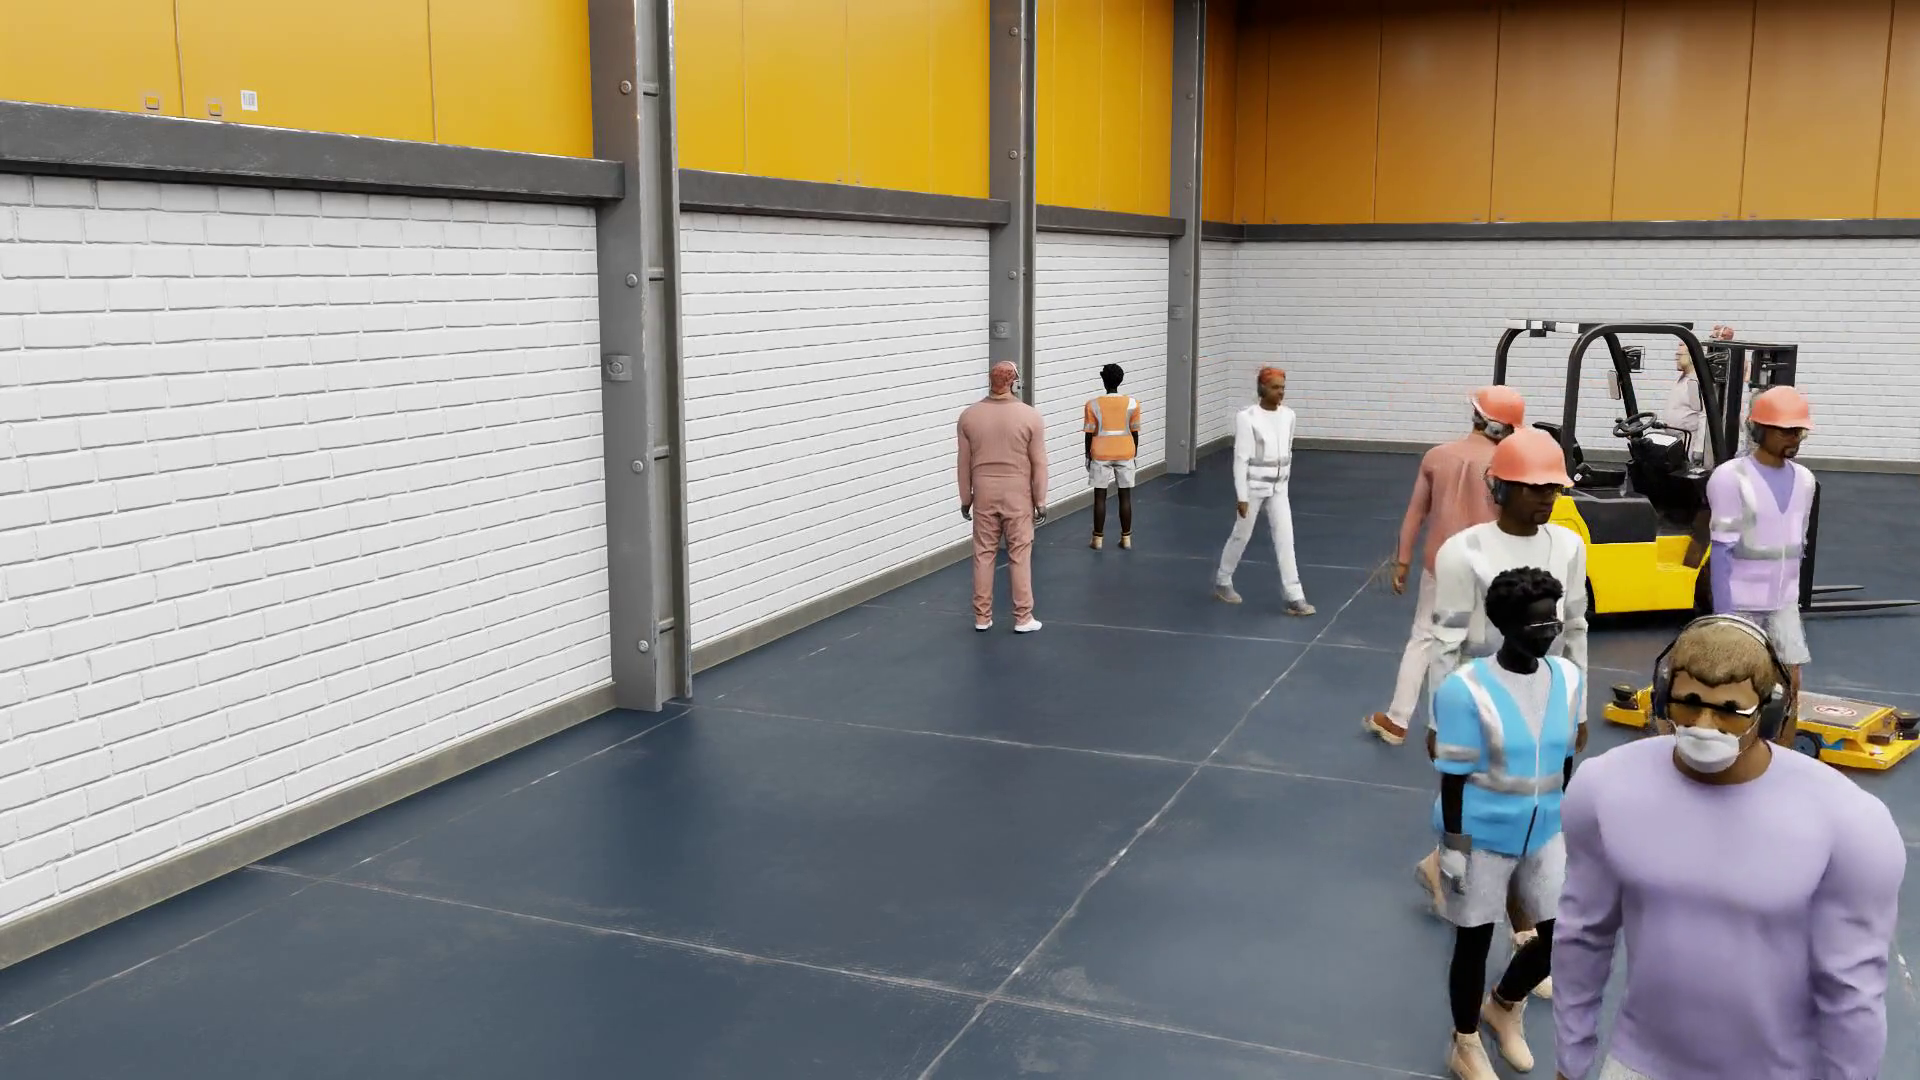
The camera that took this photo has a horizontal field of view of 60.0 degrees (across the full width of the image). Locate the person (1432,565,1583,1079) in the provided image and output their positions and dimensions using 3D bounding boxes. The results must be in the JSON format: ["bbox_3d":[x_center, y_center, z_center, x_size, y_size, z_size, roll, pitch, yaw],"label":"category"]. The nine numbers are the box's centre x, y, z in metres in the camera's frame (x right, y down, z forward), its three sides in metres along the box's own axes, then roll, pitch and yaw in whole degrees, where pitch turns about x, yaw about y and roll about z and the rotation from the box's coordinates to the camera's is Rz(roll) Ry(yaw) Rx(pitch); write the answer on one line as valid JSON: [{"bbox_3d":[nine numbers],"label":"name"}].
[{"bbox_3d":[1.660,0.901,5.054,0.538,1.679,0.373,-3,10,-17],"label":"person"}]

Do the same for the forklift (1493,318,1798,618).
[{"bbox_3d":[4.706,-0.497,11.990,2.313,2.155,1.214,-2,10,-10],"label":"forklift"}]

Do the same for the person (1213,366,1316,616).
[{"bbox_3d":[2.249,-0.380,12.389,0.602,1.834,1.008,-5,11,-30],"label":"person"}]

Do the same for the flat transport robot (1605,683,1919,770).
[{"bbox_3d":[4.344,0.952,9.023,1.431,0.197,0.652,9,13,43],"label":"flat transport robot"}]

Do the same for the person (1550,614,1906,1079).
[{"bbox_3d":[1.470,1.079,3.292,0.637,1.921,0.432,9,13,43],"label":"person"}]

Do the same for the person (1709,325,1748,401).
[{"bbox_3d":[8.363,-1.414,18.396,0.651,1.913,0.410,-5,11,-28],"label":"person"}]

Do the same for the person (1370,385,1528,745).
[{"bbox_3d":[2.617,0.152,8.824,0.761,1.945,0.506,8,12,39],"label":"person"}]

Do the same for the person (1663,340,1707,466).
[{"bbox_3d":[6.585,-0.868,15.109,0.402,1.906,0.652,0,9,2],"label":"person"}]

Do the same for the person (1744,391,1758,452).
[{"bbox_3d":[7.758,-0.907,16.256,0.750,1.600,0.520,-1,9,-4],"label":"person"}]

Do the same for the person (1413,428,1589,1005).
[{"bbox_3d":[1.986,0.573,6.105,0.624,2.009,0.993,-3,10,-20],"label":"person"}]

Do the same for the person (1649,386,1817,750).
[{"bbox_3d":[3.804,0.248,8.051,0.604,2.019,0.921,-2,10,-14],"label":"person"}]

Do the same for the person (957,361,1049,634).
[{"bbox_3d":[0.310,-0.296,11.641,0.650,1.906,0.401,3,10,18],"label":"person"}]

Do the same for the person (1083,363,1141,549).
[{"bbox_3d":[1.374,-0.750,15.060,0.529,1.690,0.321,0,9,-2],"label":"person"}]
